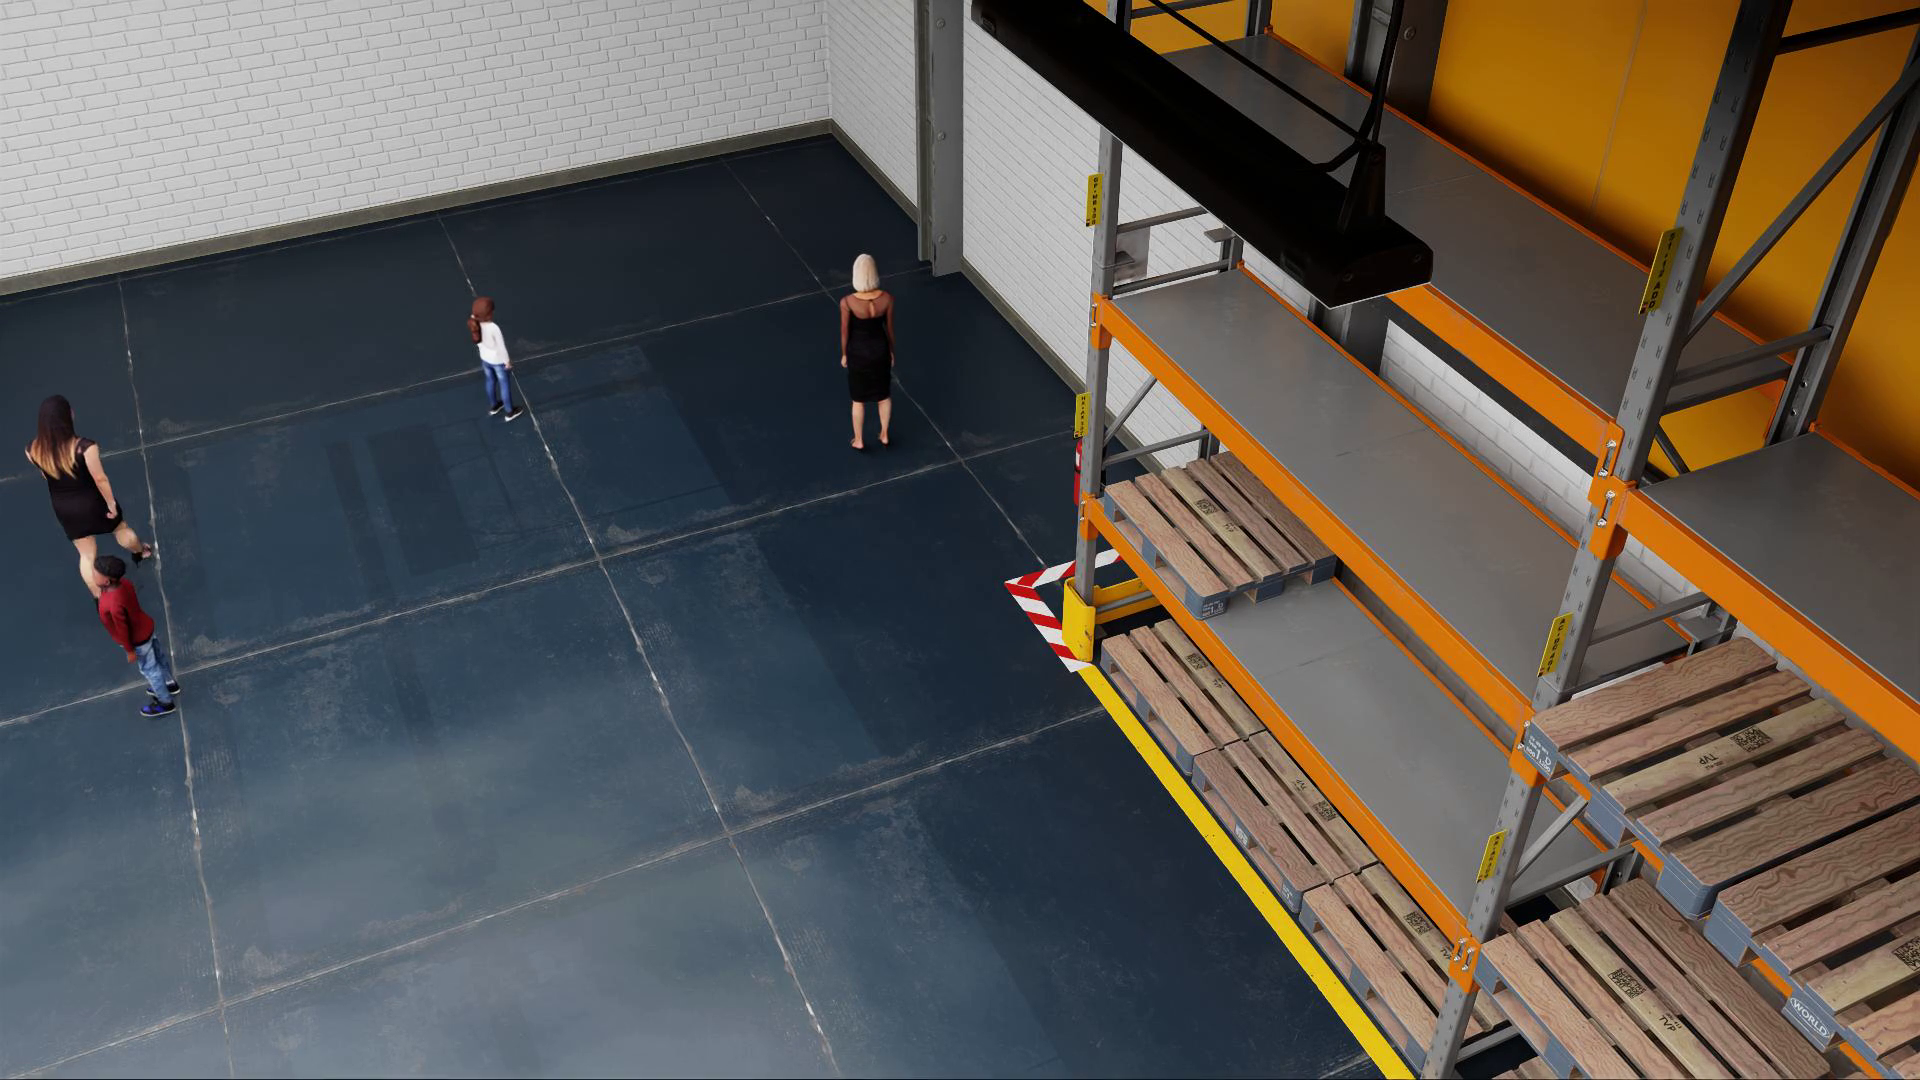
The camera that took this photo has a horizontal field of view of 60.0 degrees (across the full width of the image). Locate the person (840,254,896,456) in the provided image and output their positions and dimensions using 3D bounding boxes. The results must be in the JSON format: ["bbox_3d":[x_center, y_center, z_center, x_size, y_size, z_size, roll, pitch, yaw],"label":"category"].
[{"bbox_3d":[-0.715,-1.441,13.071,0.607,1.745,0.559,-10,40,-13],"label":"person"}]

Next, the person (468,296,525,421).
[{"bbox_3d":[-3.841,-1.509,13.666,0.528,1.109,0.598,19,43,23],"label":"person"}]

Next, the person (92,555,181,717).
[{"bbox_3d":[-5.392,0.605,10.904,0.592,1.253,0.479,-9,39,-11],"label":"person"}]

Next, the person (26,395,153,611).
[{"bbox_3d":[-6.099,-0.171,11.539,0.885,1.671,1.107,-3,39,-4],"label":"person"}]
